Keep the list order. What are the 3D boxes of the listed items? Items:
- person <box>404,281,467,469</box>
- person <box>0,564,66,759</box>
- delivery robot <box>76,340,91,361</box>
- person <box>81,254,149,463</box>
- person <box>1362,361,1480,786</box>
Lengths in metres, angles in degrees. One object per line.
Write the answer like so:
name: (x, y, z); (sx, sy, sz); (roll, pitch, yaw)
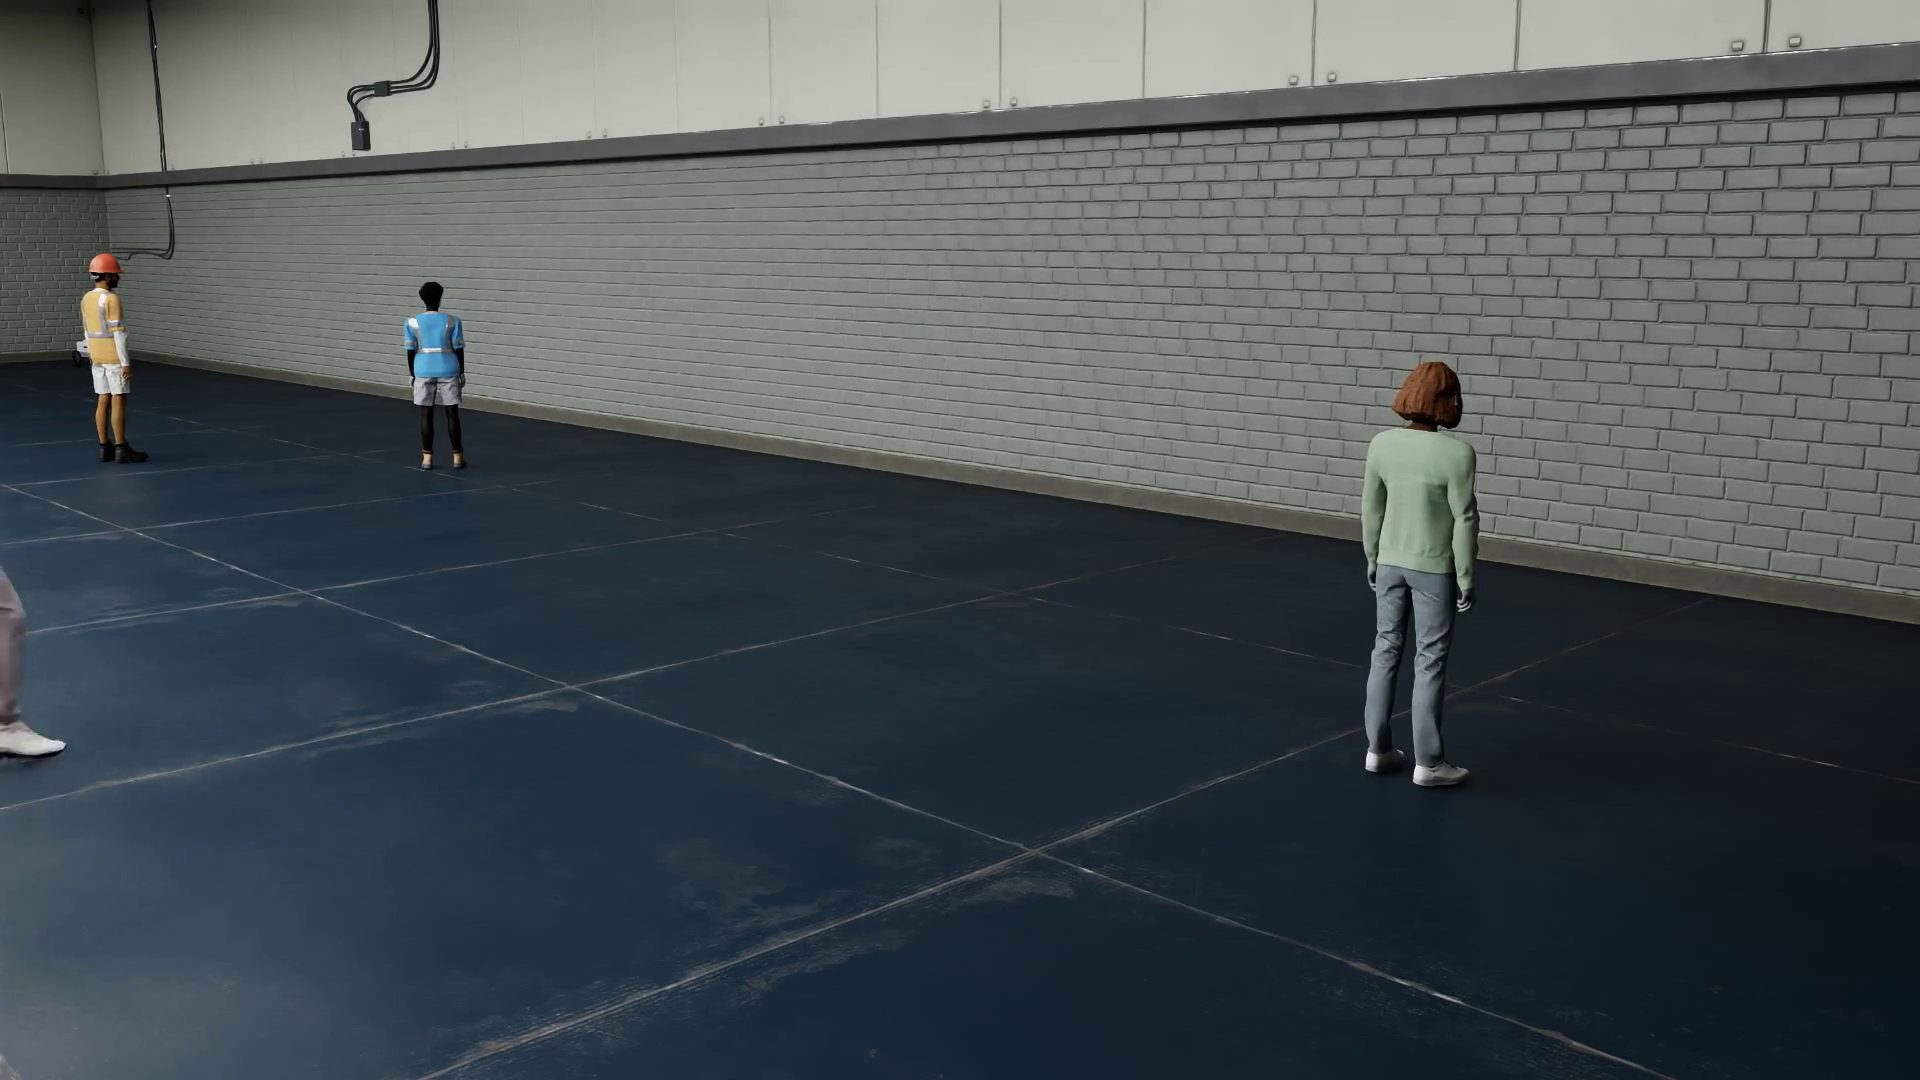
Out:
person: (-4.765, -1.499, 15.152); (0.532, 1.693, 0.319); (-2, 11, -13)
person: (-3.931, -0.037, 6.640); (0.678, 1.885, 0.682); (-6, 12, -31)
delivery robot: (-13.955, -3.092, 26.803); (0.477, 0.478, 0.707); (-10, 14, -44)
person: (-7.939, -1.700, 15.578); (0.551, 1.937, 0.357); (7, 12, 32)
person: (1.781, 0.126, 6.448); (0.264, 1.632, 0.507); (-8, 13, -37)
